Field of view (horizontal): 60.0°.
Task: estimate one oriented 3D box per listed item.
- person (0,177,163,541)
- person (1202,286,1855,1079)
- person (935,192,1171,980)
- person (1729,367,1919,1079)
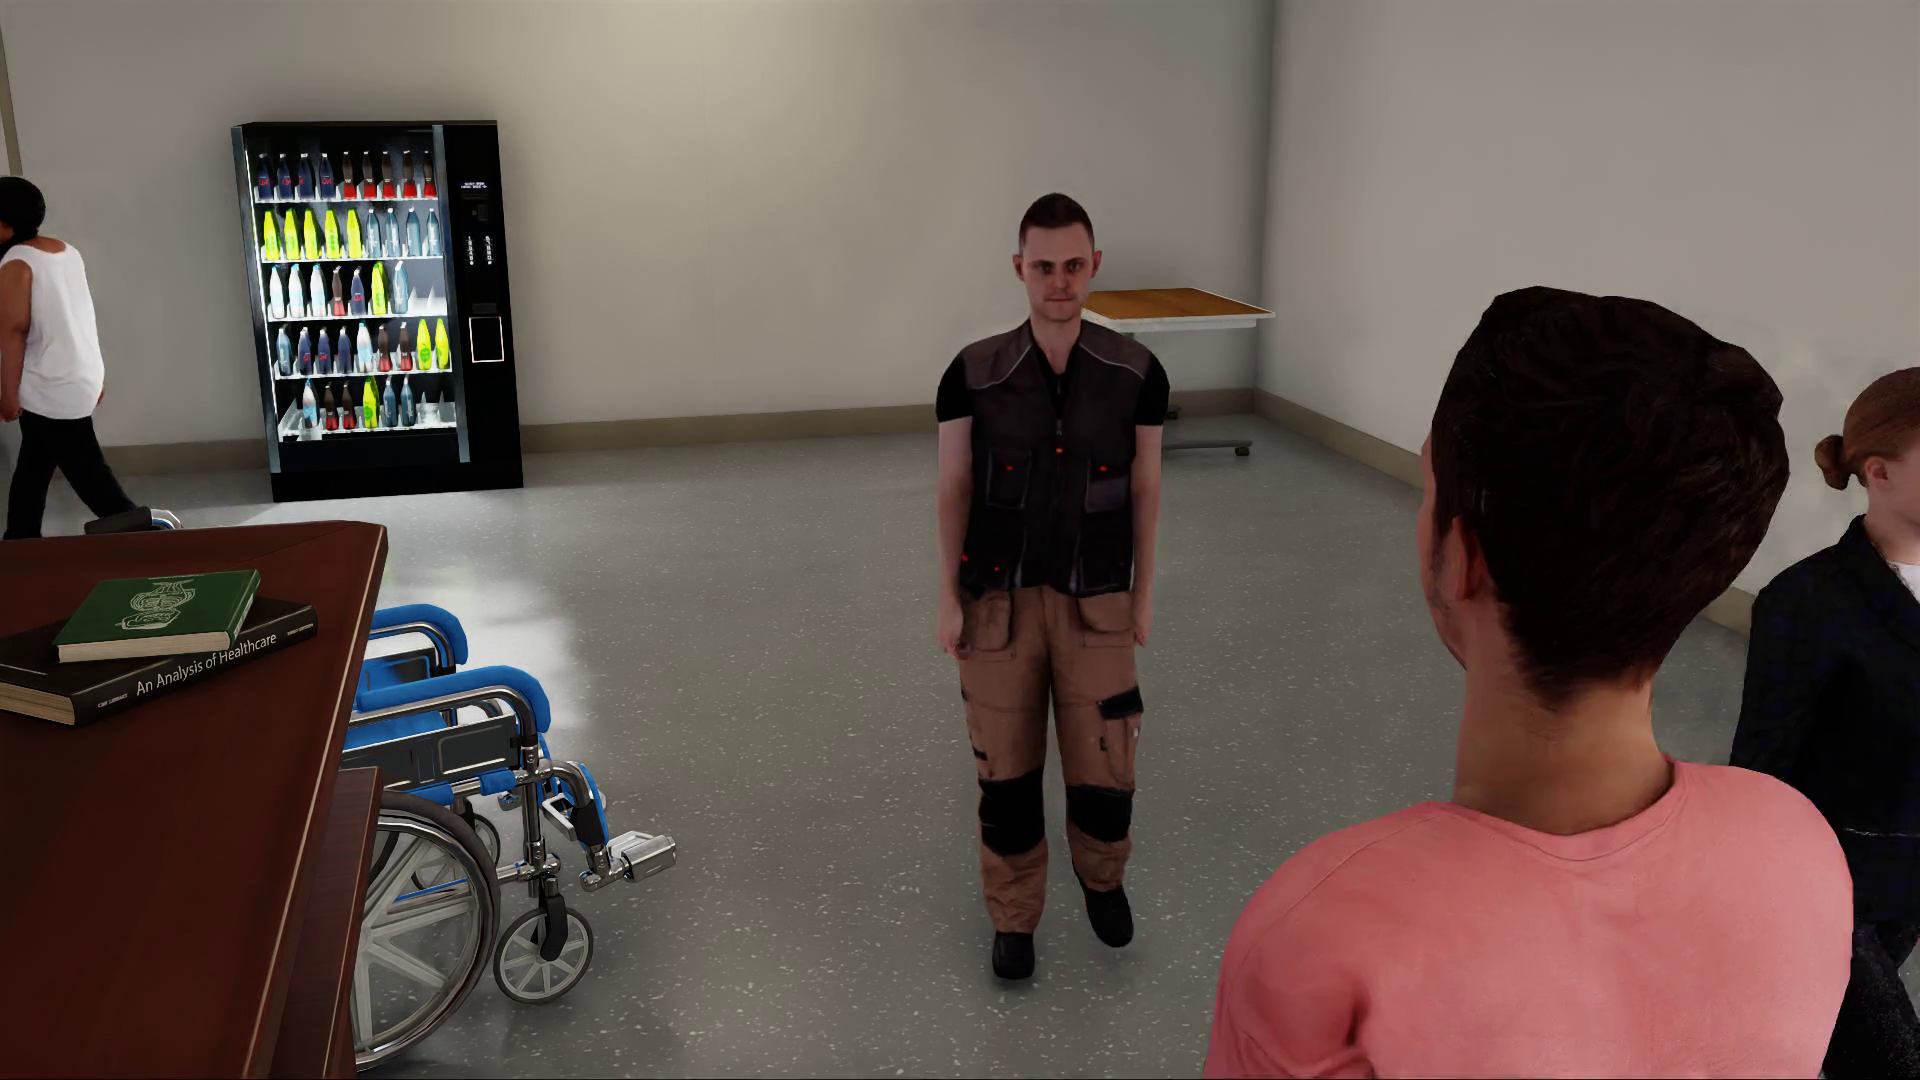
[{"bbox_3d":[-3.662,-0.619,6.819,1.164,1.650,0.808,-1,16,-5],"label":"person"},{"bbox_3d":[0.405,0.832,1.156,1.146,1.930,0.789,-6,17,-22],"label":"person"},{"bbox_3d":[0.197,0.112,3.898,0.727,1.827,0.833,1,16,3],"label":"person"},{"bbox_3d":[1.316,0.564,2.640,1.084,1.640,0.912,-10,19,-32],"label":"person"}]
